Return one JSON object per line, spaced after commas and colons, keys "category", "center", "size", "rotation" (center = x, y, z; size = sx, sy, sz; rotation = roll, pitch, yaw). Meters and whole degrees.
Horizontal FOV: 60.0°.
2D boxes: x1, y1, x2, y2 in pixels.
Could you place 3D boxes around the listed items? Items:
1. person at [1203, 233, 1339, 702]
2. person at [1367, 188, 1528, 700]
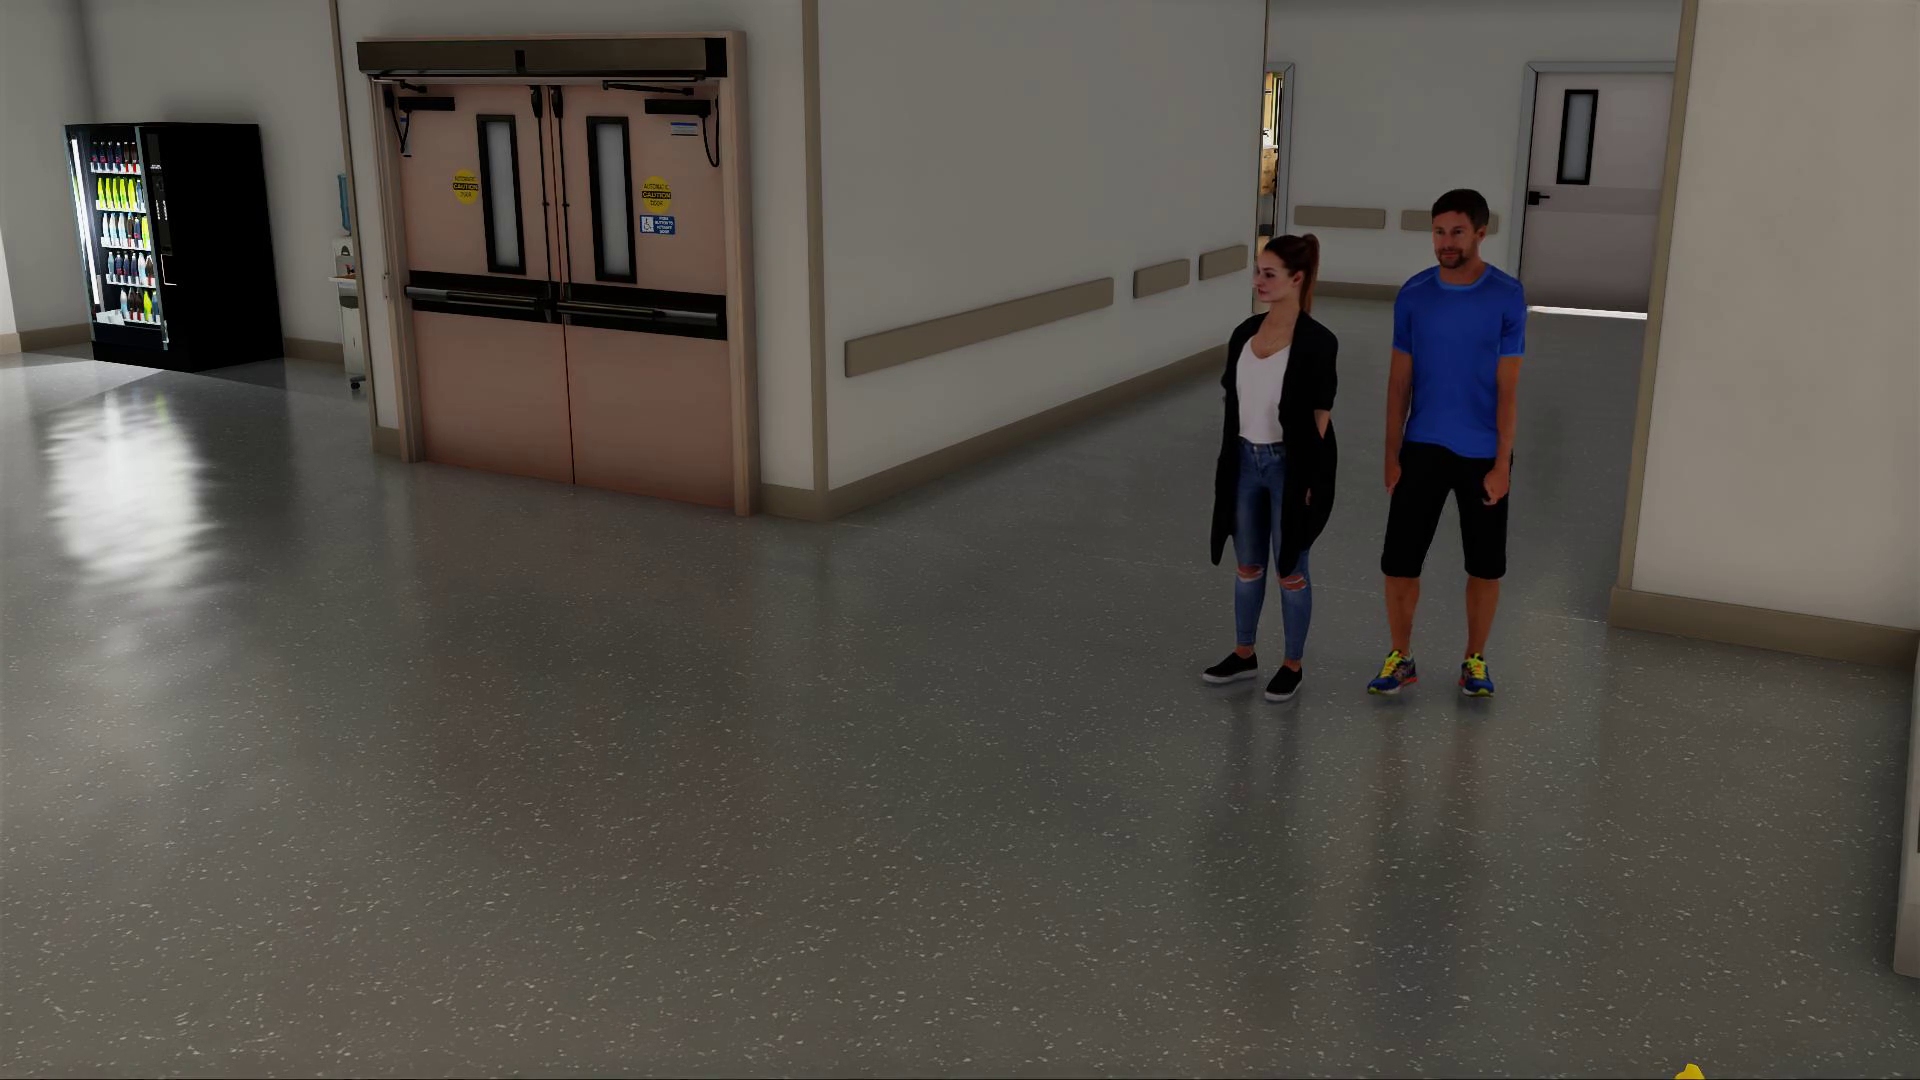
{"category": "person", "center": [1.146, -0.258, 6.012], "size": [0.747, 1.684, 0.591], "rotation": [-15, 22, -42]}
{"category": "person", "center": [1.779, -0.318, 5.922], "size": [0.628, 1.847, 0.674], "rotation": [7, 17, 24]}
